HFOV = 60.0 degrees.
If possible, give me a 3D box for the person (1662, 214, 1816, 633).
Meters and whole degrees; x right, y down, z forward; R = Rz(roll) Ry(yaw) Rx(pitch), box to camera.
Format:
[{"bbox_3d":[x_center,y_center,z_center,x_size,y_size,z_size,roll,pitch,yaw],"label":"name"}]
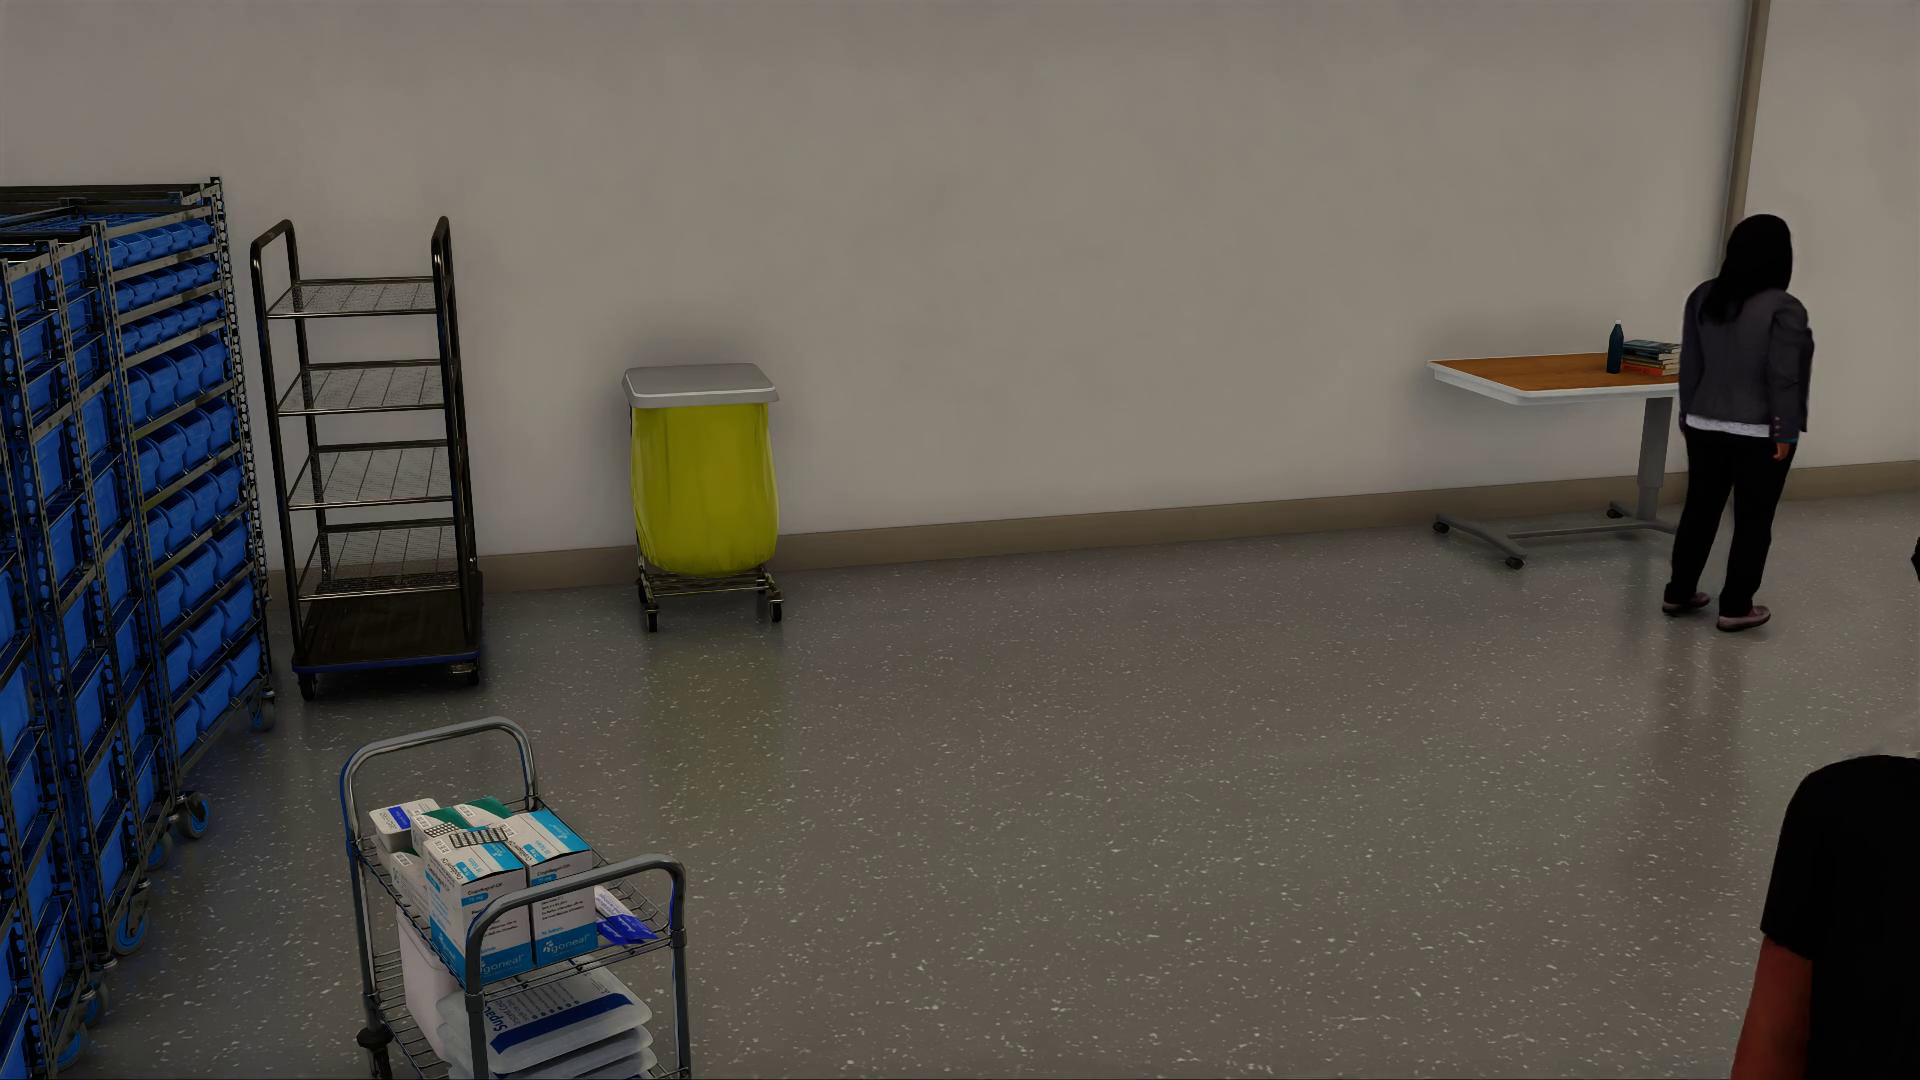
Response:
[{"bbox_3d":[3.000,-0.442,6.409,0.725,1.591,0.728,-9,18,-29],"label":"person"}]
